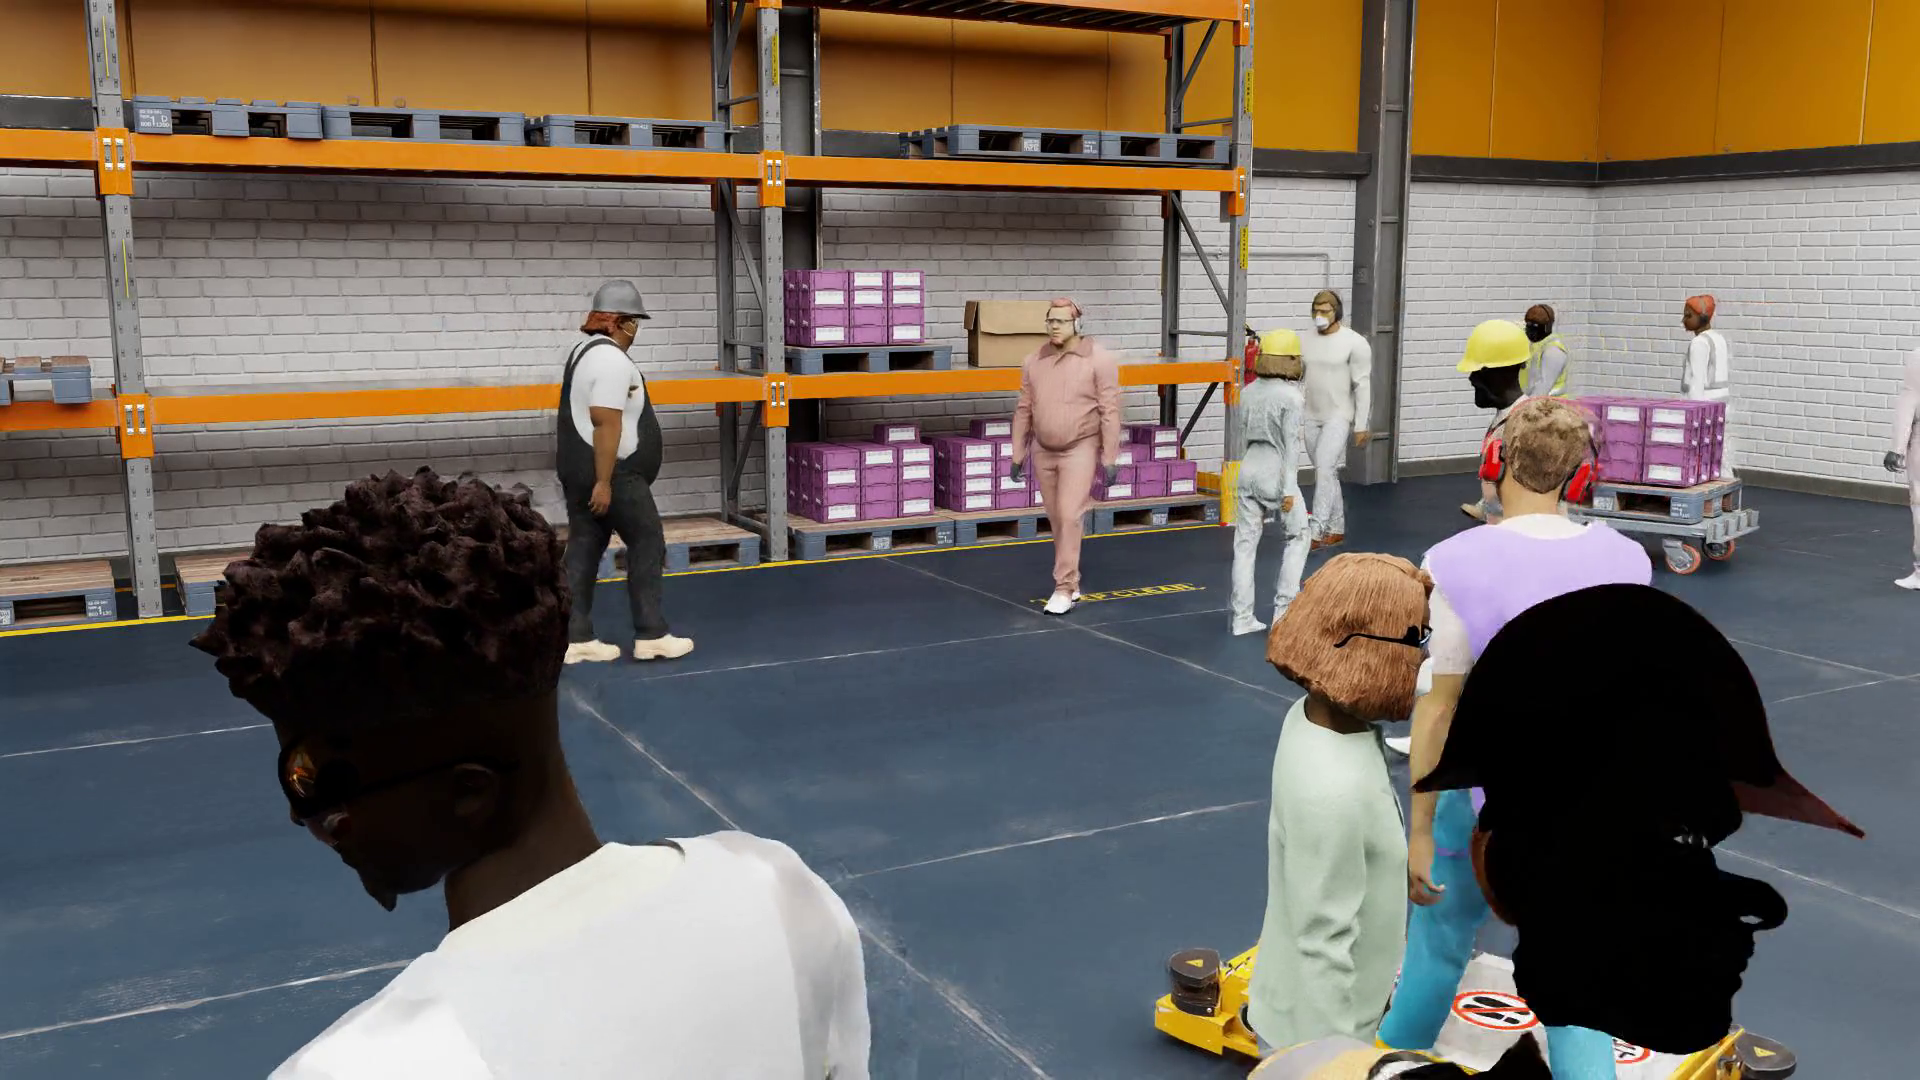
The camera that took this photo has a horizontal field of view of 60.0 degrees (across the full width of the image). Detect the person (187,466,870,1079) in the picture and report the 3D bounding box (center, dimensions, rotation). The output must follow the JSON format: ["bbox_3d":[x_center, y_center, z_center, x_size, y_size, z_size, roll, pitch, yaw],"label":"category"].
[{"bbox_3d":[-0.399,0.885,1.456,0.884,1.916,0.658,6,11,32],"label":"person"}]

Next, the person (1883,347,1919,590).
[{"bbox_3d":[6.258,-0.601,10.628,0.650,1.892,0.423,-2,10,-13],"label":"person"}]

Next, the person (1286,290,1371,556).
[{"bbox_3d":[2.576,-0.843,12.037,0.908,1.896,0.628,-8,12,-40],"label":"person"}]

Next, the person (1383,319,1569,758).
[{"bbox_3d":[2.304,0.051,6.729,1.010,1.875,0.635,1,9,8],"label":"person"}]

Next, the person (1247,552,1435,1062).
[{"bbox_3d":[0.611,0.820,2.742,0.273,1.629,0.499,2,10,12],"label":"person"}]

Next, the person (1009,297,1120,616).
[{"bbox_3d":[0.555,-0.491,9.932,0.673,1.882,0.783,7,11,35],"label":"person"}]

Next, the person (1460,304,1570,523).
[{"bbox_3d":[4.544,-0.965,13.172,0.937,1.785,0.632,0,9,-1],"label":"person"}]

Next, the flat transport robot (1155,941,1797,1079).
[{"bbox_3d":[1.268,1.256,4.204,1.431,0.197,0.652,8,12,41],"label":"flat transport robot"}]

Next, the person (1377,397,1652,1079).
[{"bbox_3d":[1.214,0.582,3.700,0.596,1.790,0.968,-2,10,-13],"label":"person"}]

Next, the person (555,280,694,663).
[{"bbox_3d":[-1.777,-0.370,8.730,0.813,2.000,0.709,-5,11,-30],"label":"person"}]

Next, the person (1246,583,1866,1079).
[{"bbox_3d":[0.374,0.949,1.061,0.610,1.912,0.571,-4,10,-23],"label":"person"}]

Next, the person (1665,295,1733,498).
[{"bbox_3d":[5.634,-0.952,12.828,0.818,1.849,0.669,9,13,44],"label":"person"}]

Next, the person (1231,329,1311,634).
[{"bbox_3d":[1.773,-0.321,9.395,0.570,1.724,0.503,-7,12,-38],"label":"person"}]
